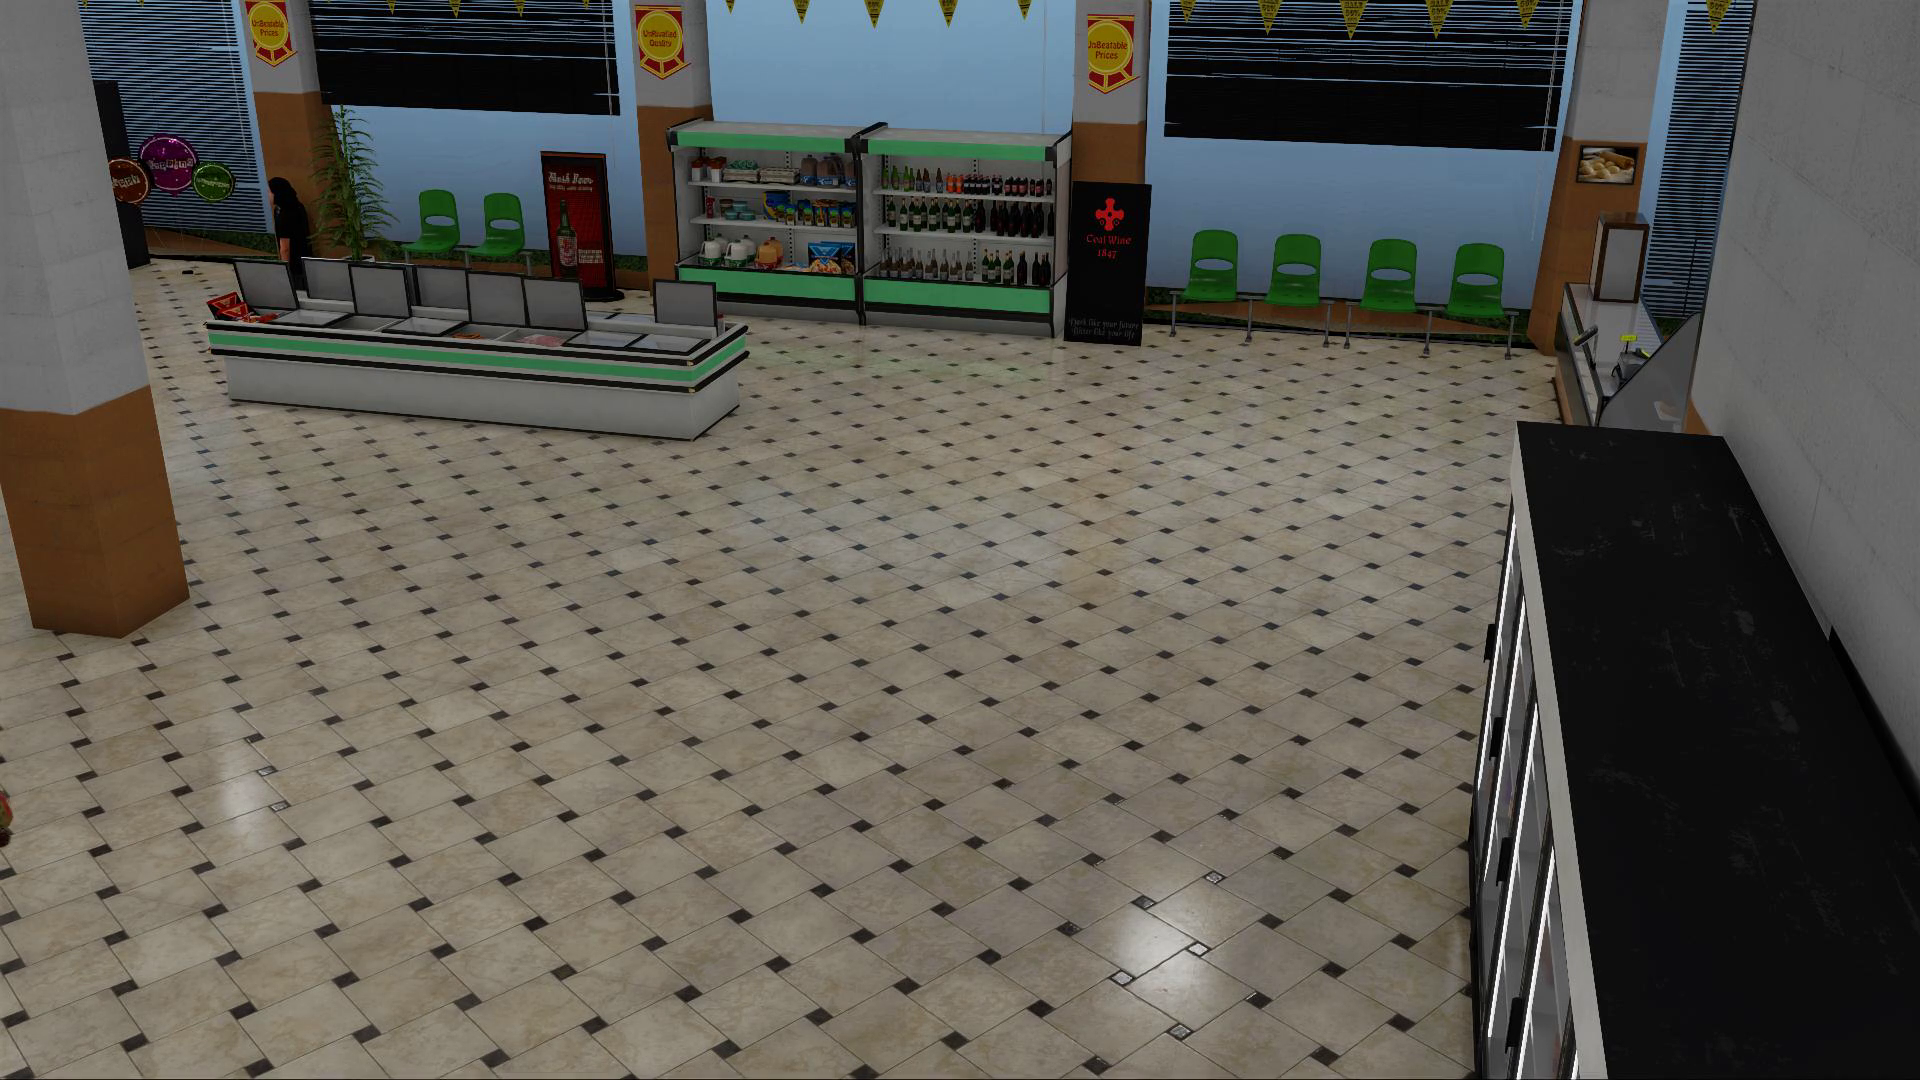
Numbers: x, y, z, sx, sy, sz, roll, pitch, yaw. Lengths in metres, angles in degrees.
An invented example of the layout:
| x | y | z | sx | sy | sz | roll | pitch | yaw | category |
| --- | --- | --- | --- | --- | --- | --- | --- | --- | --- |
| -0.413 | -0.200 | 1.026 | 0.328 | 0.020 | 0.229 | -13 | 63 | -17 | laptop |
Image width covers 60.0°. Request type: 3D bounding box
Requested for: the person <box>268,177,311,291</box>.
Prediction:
| x | y | z | sx | sy | sz | roll | pitch | yaw | category |
| --- | --- | --- | --- | --- | --- | --- | --- | --- | --- |
| -6.929 | -2.875 | 17.363 | 0.605 | 1.829 | 0.678 | 0 | 22 | 1 | person |
